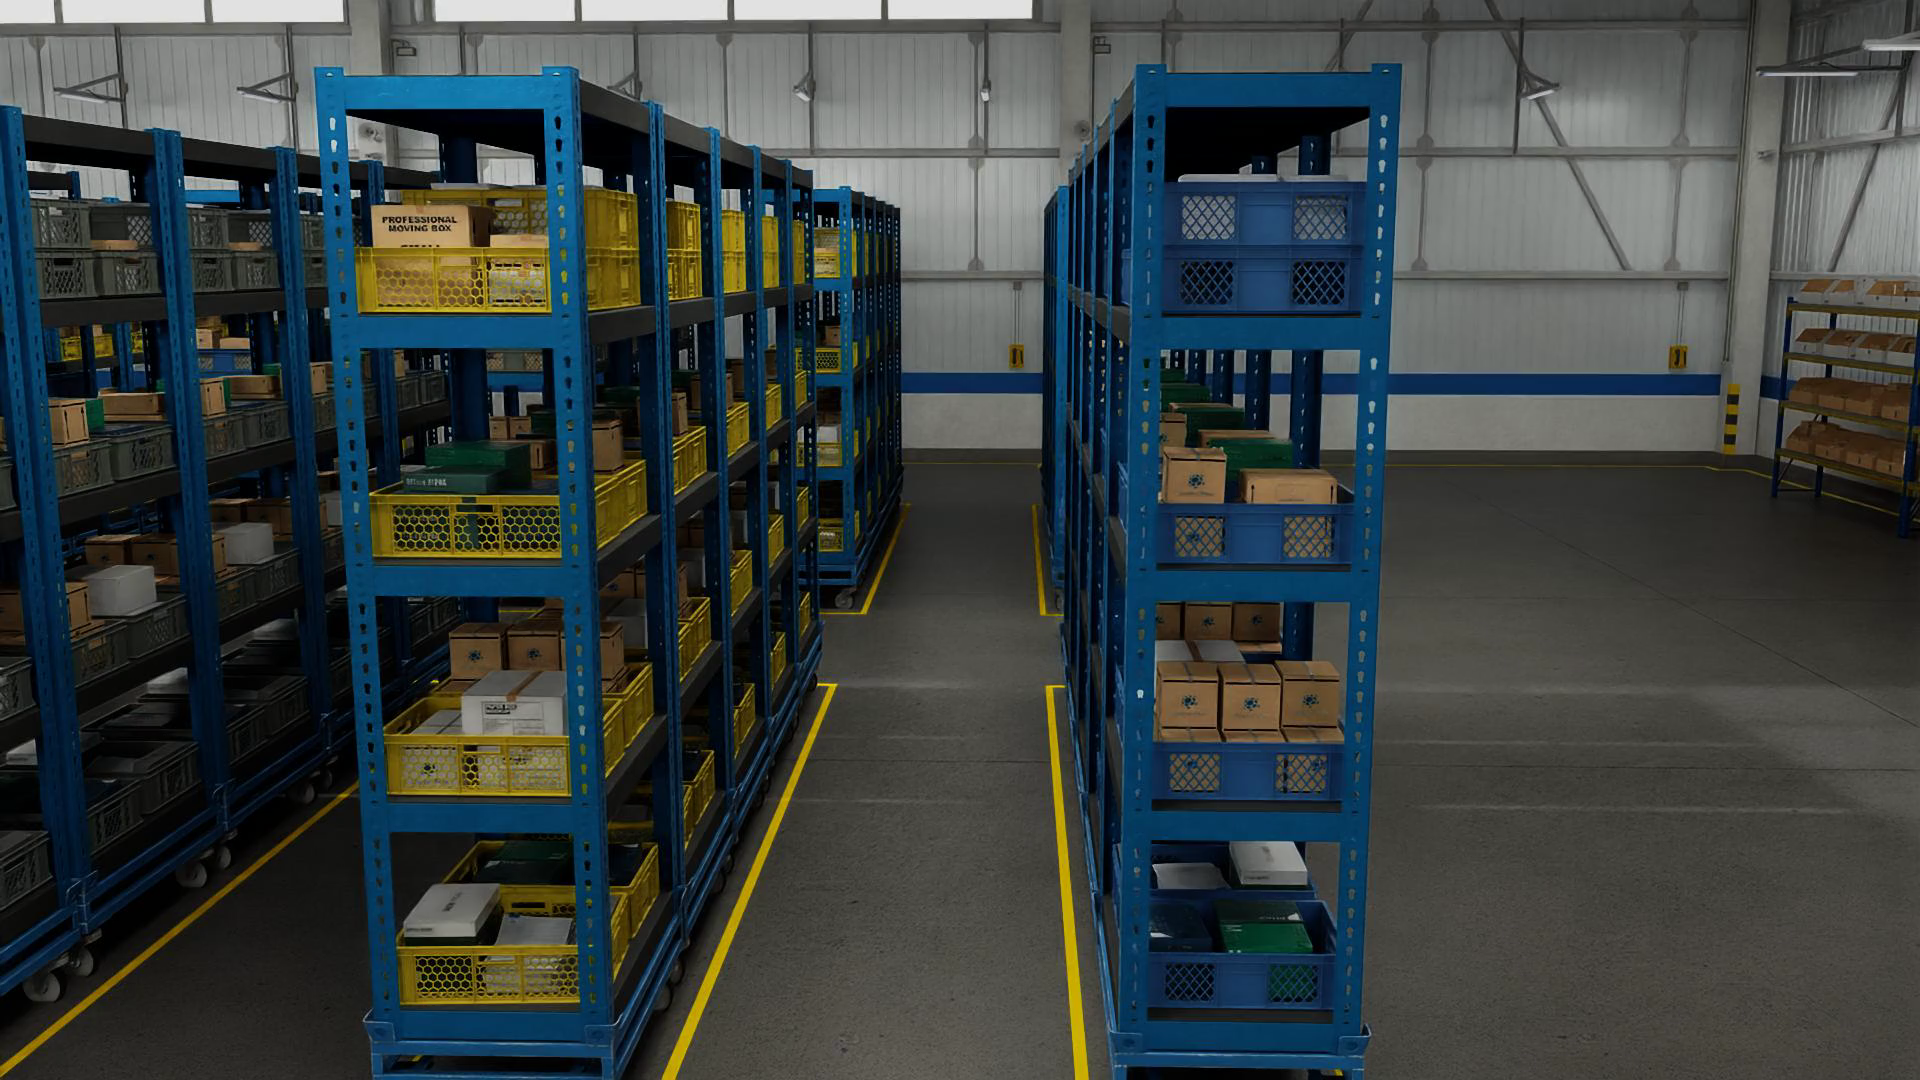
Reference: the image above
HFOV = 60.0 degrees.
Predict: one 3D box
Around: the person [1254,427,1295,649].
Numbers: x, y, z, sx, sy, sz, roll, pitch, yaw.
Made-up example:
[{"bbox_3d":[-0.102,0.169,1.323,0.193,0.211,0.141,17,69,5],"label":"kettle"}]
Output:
[{"bbox_3d":[2.093,-0.011,12.675,0.983,1.799,0.588,0,10,-2],"label":"person"}]
